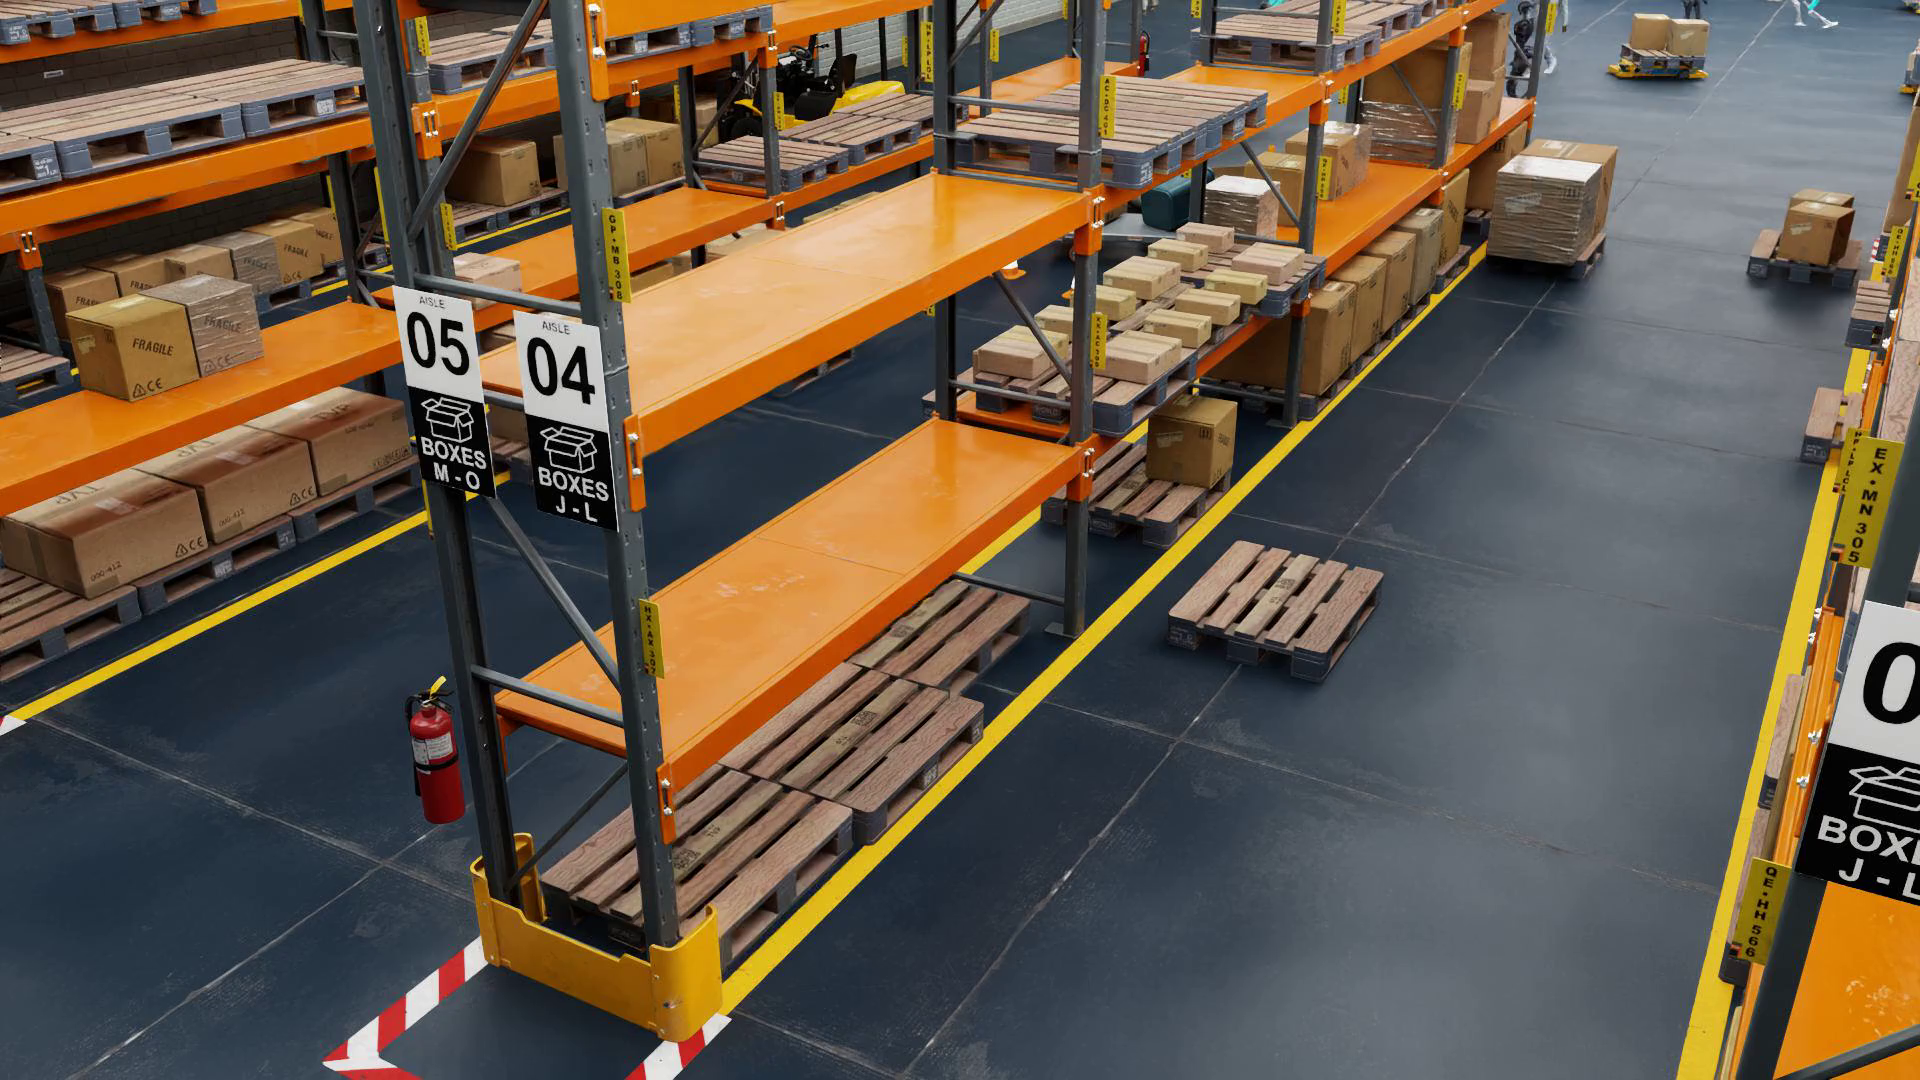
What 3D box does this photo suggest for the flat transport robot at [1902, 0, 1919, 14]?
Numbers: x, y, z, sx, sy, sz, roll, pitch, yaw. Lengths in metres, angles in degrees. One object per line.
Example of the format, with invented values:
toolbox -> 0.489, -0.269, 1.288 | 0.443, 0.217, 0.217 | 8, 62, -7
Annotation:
flat transport robot -> 19.916, -10.944, 34.082 | 0.659, 0.231, 1.431 | 8, 27, 16

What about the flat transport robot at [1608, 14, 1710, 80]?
flat transport robot -> 11.581, -7.811, 27.573 | 1.431, 0.231, 0.659 | 2, 26, 3

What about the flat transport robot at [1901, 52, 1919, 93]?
flat transport robot -> 15.402, -6.934, 25.750 | 0.659, 0.231, 1.431 | -11, 28, -22

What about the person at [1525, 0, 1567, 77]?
person -> 9.631, -8.523, 27.205 | 0.864, 1.878, 0.625 | -21, 33, -37

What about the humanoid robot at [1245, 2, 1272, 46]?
humanoid robot -> 4.408, -7.070, 24.475 | 0.583, 1.631, 0.781 | 15, 29, 28

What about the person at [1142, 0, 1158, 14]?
person -> 3.898, -11.668, 33.752 | 0.641, 1.867, 1.071 | 6, 26, 11

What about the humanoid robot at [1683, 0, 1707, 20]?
humanoid robot -> 13.509, -9.995, 30.488 | 0.586, 1.645, 0.487 | -17, 31, -32

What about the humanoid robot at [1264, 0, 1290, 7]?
humanoid robot -> 5.692, -9.877, 30.293 | 0.764, 1.890, 0.544 | -17, 30, -31

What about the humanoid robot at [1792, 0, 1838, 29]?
humanoid robot -> 16.237, -10.516, 31.493 | 1.020, 1.732, 0.549 | 3, 26, 6

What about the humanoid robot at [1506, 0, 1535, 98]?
humanoid robot -> 8.181, -7.049, 24.369 | 0.347, 1.656, 0.597 | 6, 26, 12

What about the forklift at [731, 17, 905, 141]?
forklift -> -1.819, -5.975, 21.543 | 2.313, 2.155, 1.214 | 14, 29, 26
